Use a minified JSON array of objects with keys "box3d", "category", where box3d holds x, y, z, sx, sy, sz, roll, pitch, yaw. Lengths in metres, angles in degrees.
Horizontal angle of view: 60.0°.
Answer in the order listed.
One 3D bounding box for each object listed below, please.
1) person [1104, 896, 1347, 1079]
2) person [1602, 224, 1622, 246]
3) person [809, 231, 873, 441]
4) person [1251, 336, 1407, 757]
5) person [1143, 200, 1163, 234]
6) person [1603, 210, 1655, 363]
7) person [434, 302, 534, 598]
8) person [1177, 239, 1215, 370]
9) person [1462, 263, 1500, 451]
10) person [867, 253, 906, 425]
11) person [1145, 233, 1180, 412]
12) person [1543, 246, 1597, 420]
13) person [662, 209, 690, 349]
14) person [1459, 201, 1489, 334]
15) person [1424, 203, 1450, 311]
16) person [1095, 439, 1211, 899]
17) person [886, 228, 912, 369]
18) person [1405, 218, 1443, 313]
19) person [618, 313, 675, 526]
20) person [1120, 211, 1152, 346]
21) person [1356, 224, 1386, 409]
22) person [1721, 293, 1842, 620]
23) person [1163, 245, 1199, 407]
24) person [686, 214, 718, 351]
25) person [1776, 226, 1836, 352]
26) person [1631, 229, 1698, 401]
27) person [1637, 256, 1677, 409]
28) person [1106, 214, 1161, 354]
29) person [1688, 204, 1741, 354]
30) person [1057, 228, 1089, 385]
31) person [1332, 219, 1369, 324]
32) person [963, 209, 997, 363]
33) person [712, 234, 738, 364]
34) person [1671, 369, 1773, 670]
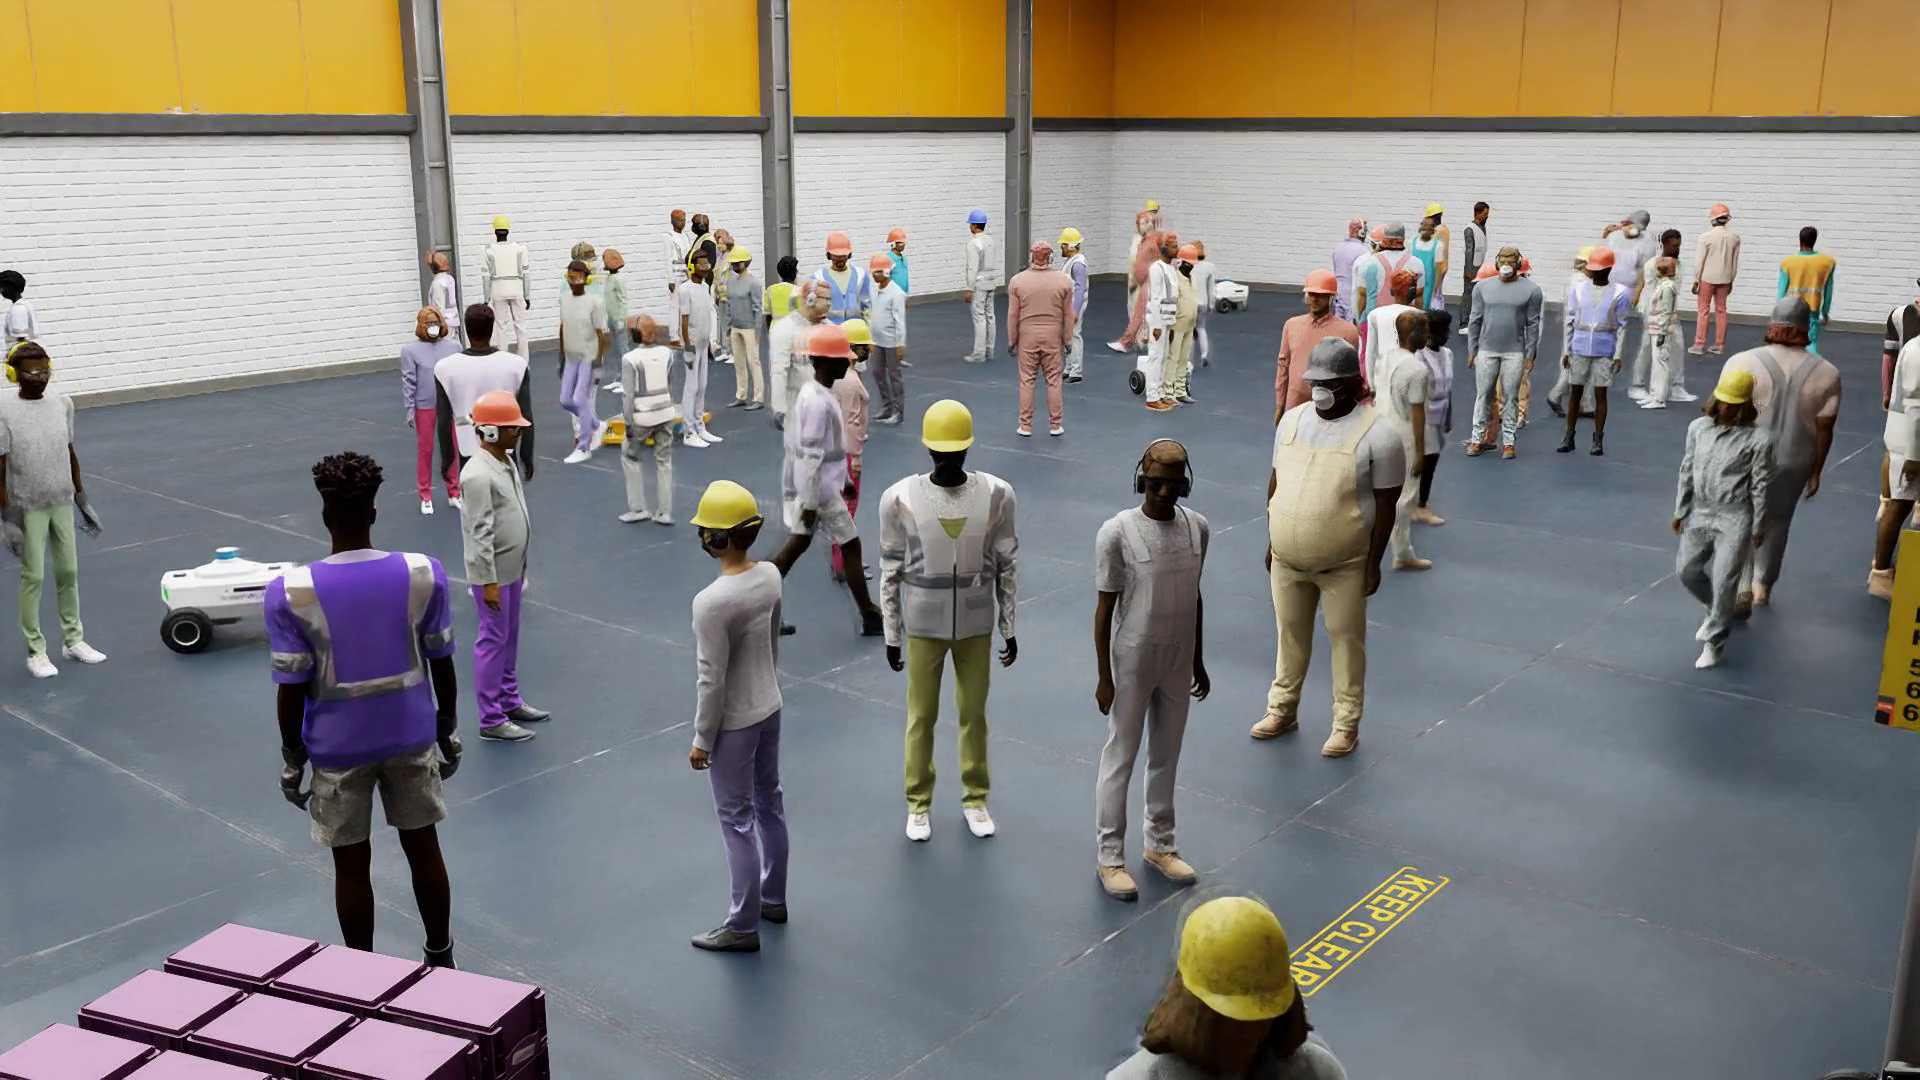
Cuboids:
[{"box3d":[0.471,1.424,3.159,0.497,1.709,0.867,-3,14,-14],"category":"person"},{"box3d":[9.157,-3.649,23.569,0.309,1.640,0.513,6,15,23],"category":"person"},{"box3d":[-1.135,-1.937,15.952,0.615,2.028,0.409,-5,15,-19],"category":"person"},{"box3d":[1.747,0.032,8.048,0.680,2.000,0.537,11,18,38],"category":"person"},{"box3d":[3.230,-4.839,28.085,0.334,1.762,0.528,-6,15,-24],"category":"person"},{"box3d":[8.392,-3.247,21.147,0.768,2.000,0.550,13,19,41],"category":"person"},{"box3d":[-3.024,-0.556,10.654,0.594,1.915,0.410,-5,15,-21],"category":"person"},{"box3d":[2.911,-2.926,20.725,0.500,1.620,0.339,-3,14,-11],"category":"person"},{"box3d":[4.917,-1.708,15.579,0.342,1.750,0.568,3,14,10],"category":"person"},{"box3d":[-0.742,-2.039,16.936,0.381,1.739,0.636,-8,16,-29],"category":"person"},{"box3d":[2.176,-2.332,17.812,0.361,1.884,0.575,6,15,22],"category":"person"},{"box3d":[6.405,-2.129,17.199,0.616,1.788,0.653,9,16,31],"category":"person"},{"box3d":[-3.838,-3.576,22.786,0.356,1.882,0.574,5,15,19],"category":"person"},{"box3d":[7.501,-3.966,24.275,0.392,1.917,0.593,10,17,34],"category":"person"},{"box3d":[6.772,-3.845,23.793,0.392,1.912,0.593,8,16,30],"category":"person"},{"box3d":[0.760,0.500,6.575,0.513,1.841,0.326,-7,16,-27],"category":"person"},{"box3d":[-0.789,-3.017,20.810,0.328,1.753,0.560,6,15,24],"category":"person"},{"box3d":[6.214,-3.442,22.458,0.531,1.779,1.019,5,15,20],"category":"person"},{"box3d":[-2.395,-0.911,12.659,0.473,1.627,0.540,13,19,41],"category":"person"},{"box3d":[2.515,-3.574,22.843,0.366,1.856,0.621,-8,16,-30],"category":"person"},{"box3d":[4.394,-2.335,17.616,0.407,1.987,0.615,4,15,15],"category":"person"},{"box3d":[5.014,-0.529,10.288,0.679,2.000,0.894,3,14,13],"category":"person"},{"box3d":[2.425,-2.324,18.062,0.337,1.742,0.561,11,18,38],"category":"person"},{"box3d":[-3.469,-3.466,22.426,0.429,1.843,0.633,-5,15,-20],"category":"person"},{"box3d":[9.614,-2.623,18.963,0.592,1.892,0.803,5,15,20],"category":"person"},{"box3d":[7.778,-2.431,18.190,0.610,1.889,0.860,-7,16,-25],"category":"person"},{"box3d":[7.529,-2.225,17.885,0.314,1.636,0.535,4,15,14],"category":"person"},{"box3d":[2.458,-3.410,22.181,1.016,1.849,0.671,-2,14,-9],"category":"person"},{"box3d":[10.038,-3.466,22.147,0.608,1.987,0.401,-3,14,-11],"category":"person"},{"box3d":[1.299,-2.748,19.579,0.404,1.830,0.600,-2,14,-8],"category":"person"},{"box3d":[4.782,-2.945,20.241,0.398,1.900,0.649,-5,15,-20],"category":"person"},{"box3d":[0.252,-3.255,21.368,0.402,1.949,0.605,8,16,30],"category":"person"},{"box3d":[-2.982,-3.092,21.335,0.310,1.645,0.514,-10,17,-34],"category":"person"},{"box3d":[4.308,-0.131,9.343,0.572,1.711,0.506,-9,17,-33],"category":"person"}]
